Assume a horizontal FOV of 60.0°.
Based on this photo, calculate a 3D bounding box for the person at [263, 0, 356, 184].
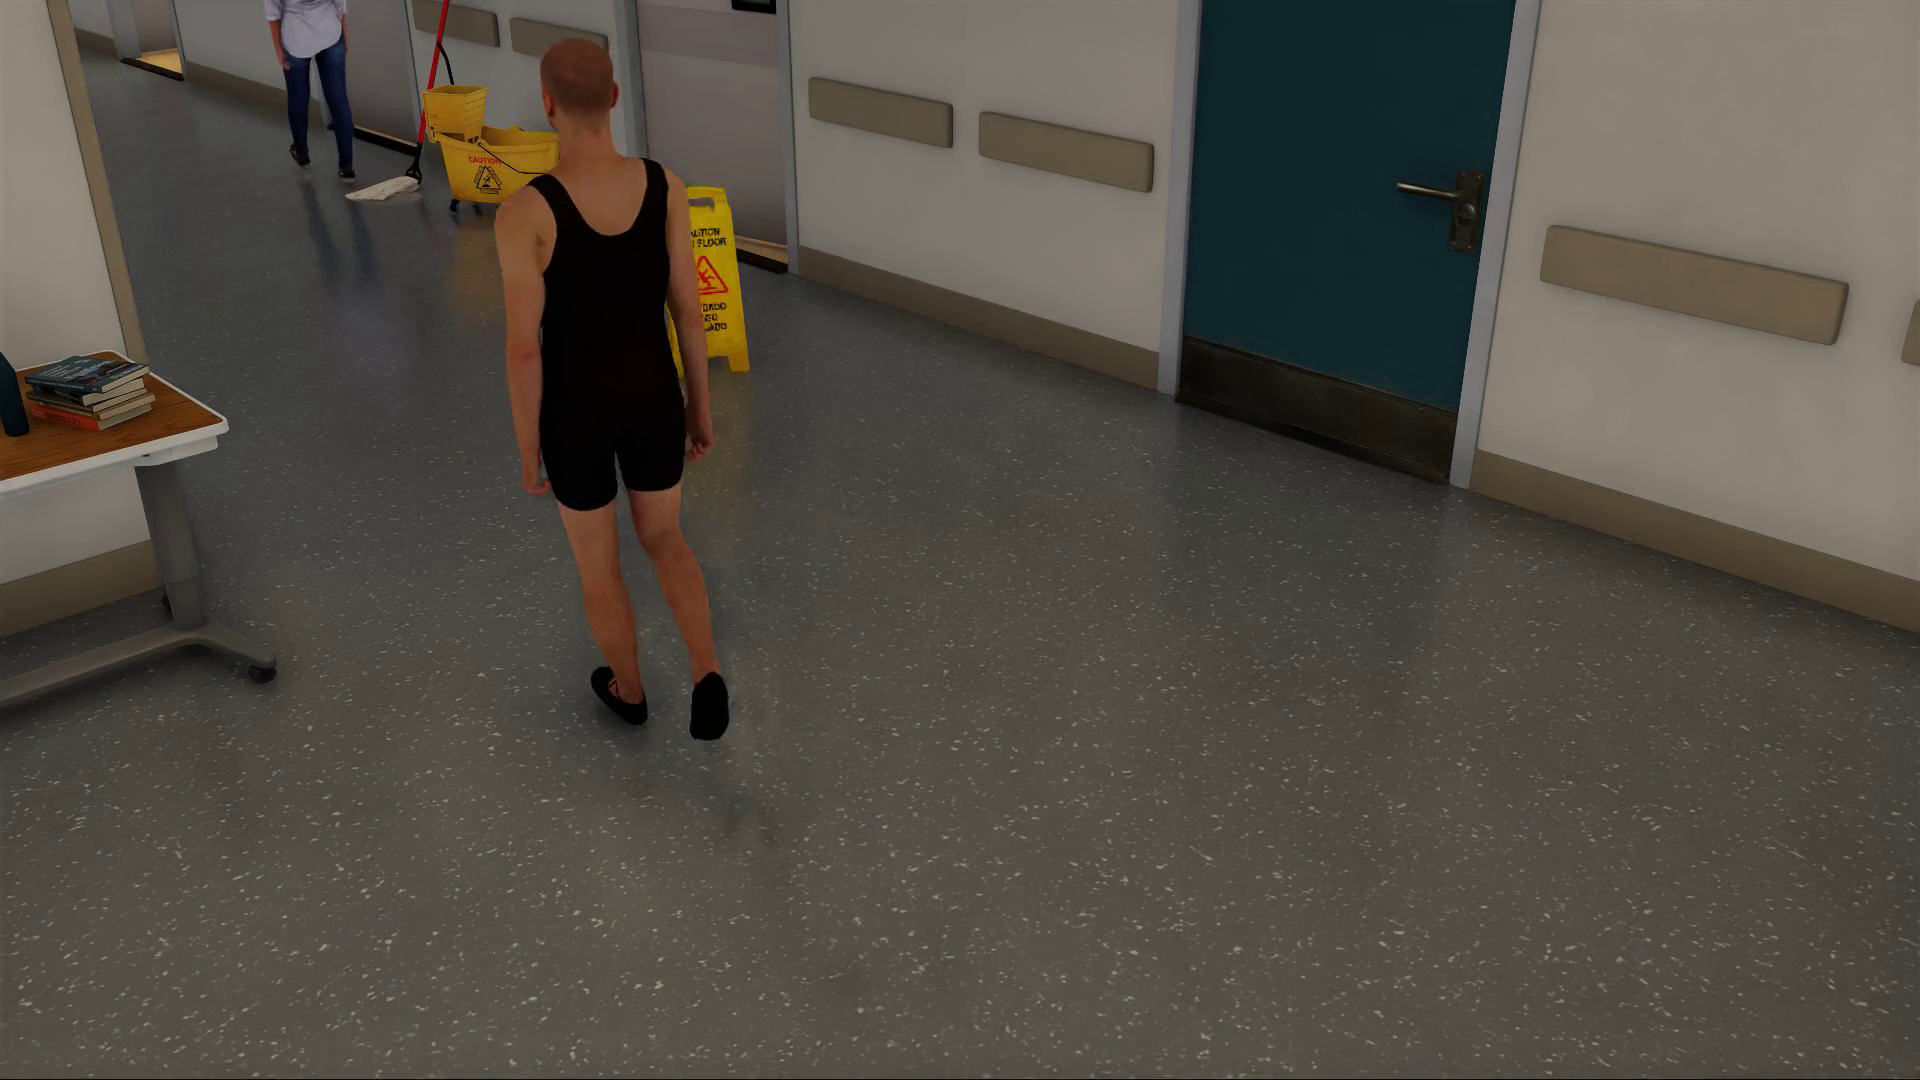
[{"bbox_3d":[-3.746,-2.913,9.654,0.854,1.687,1.125,-12,28,-23],"label":"person"}]

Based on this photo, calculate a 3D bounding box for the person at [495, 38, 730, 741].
[{"bbox_3d":[-0.803,-0.271,4.043,0.757,1.803,0.951,-17,31,-32],"label":"person"}]
